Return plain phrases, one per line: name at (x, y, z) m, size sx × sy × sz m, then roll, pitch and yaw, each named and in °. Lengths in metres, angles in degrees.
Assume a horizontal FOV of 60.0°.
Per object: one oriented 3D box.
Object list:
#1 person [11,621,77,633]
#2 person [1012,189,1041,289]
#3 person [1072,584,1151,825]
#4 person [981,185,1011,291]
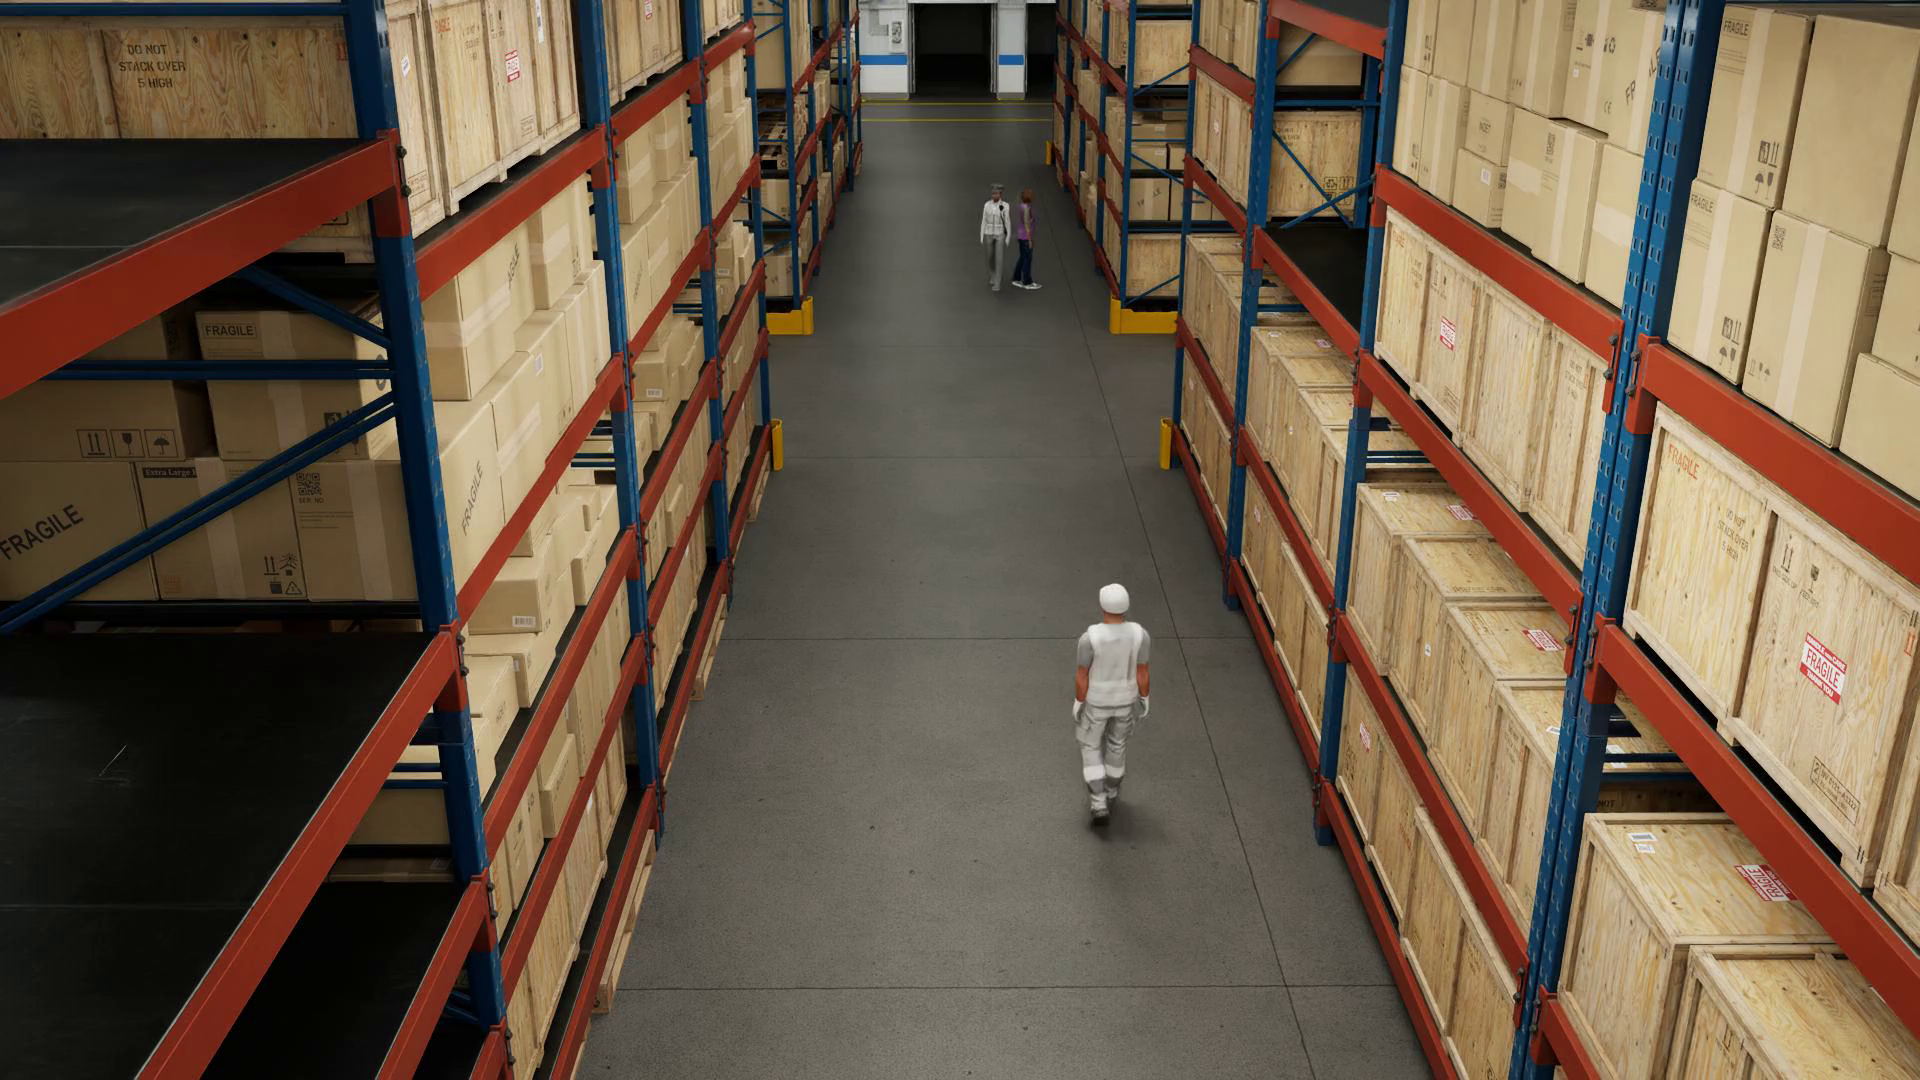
person at (-7.261, 0.526, 13.124) m, size 0.601 × 1.784 × 0.554 m, roll -5°, pitch 22°, yaw -12°
person at (1.090, -4.913, 27.183) m, size 0.459 × 1.618 × 0.460 m, roll -3°, pitch 22°, yaw -7°
person at (1.041, 1.104, 11.666) m, size 0.538 × 1.790 × 0.687 m, roll -3°, pitch 22°, yaw -8°
person at (0.571, -4.986, 27.279) m, size 0.503 × 1.671 × 0.743 m, roll 6°, pitch 22°, yaw 16°
